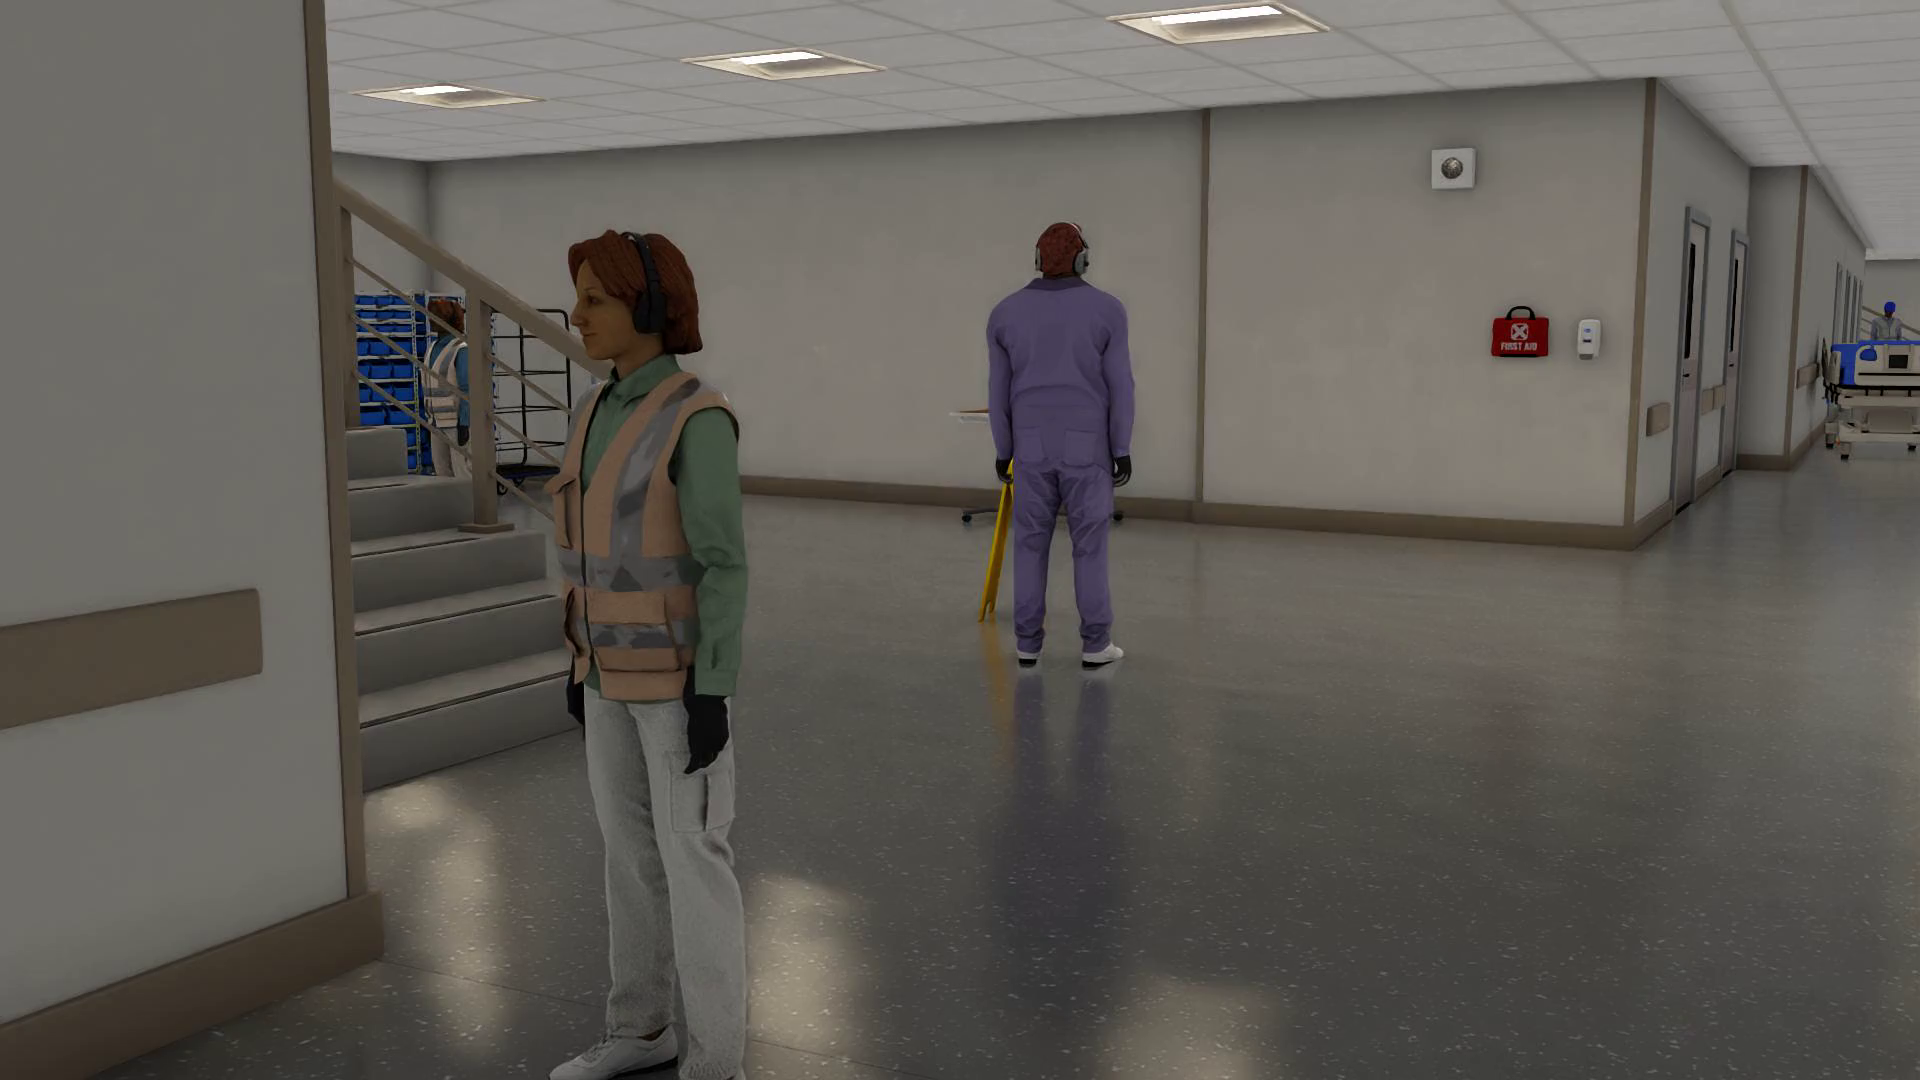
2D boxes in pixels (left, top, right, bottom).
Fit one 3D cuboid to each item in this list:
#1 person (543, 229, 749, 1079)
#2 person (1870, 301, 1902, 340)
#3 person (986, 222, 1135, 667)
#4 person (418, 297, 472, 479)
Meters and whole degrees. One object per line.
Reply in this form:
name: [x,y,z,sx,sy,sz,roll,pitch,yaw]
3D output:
person: [-0.570,0.264,3.056,0.307,1.639,0.525,-6,10,-40]
person: [19.258,-3.985,34.603,0.602,1.939,0.397,1,8,10]
person: [0.447,-0.406,7.184,0.636,1.911,0.405,2,8,18]
person: [-3.289,-0.735,10.723,0.516,1.645,0.308,7,10,43]
